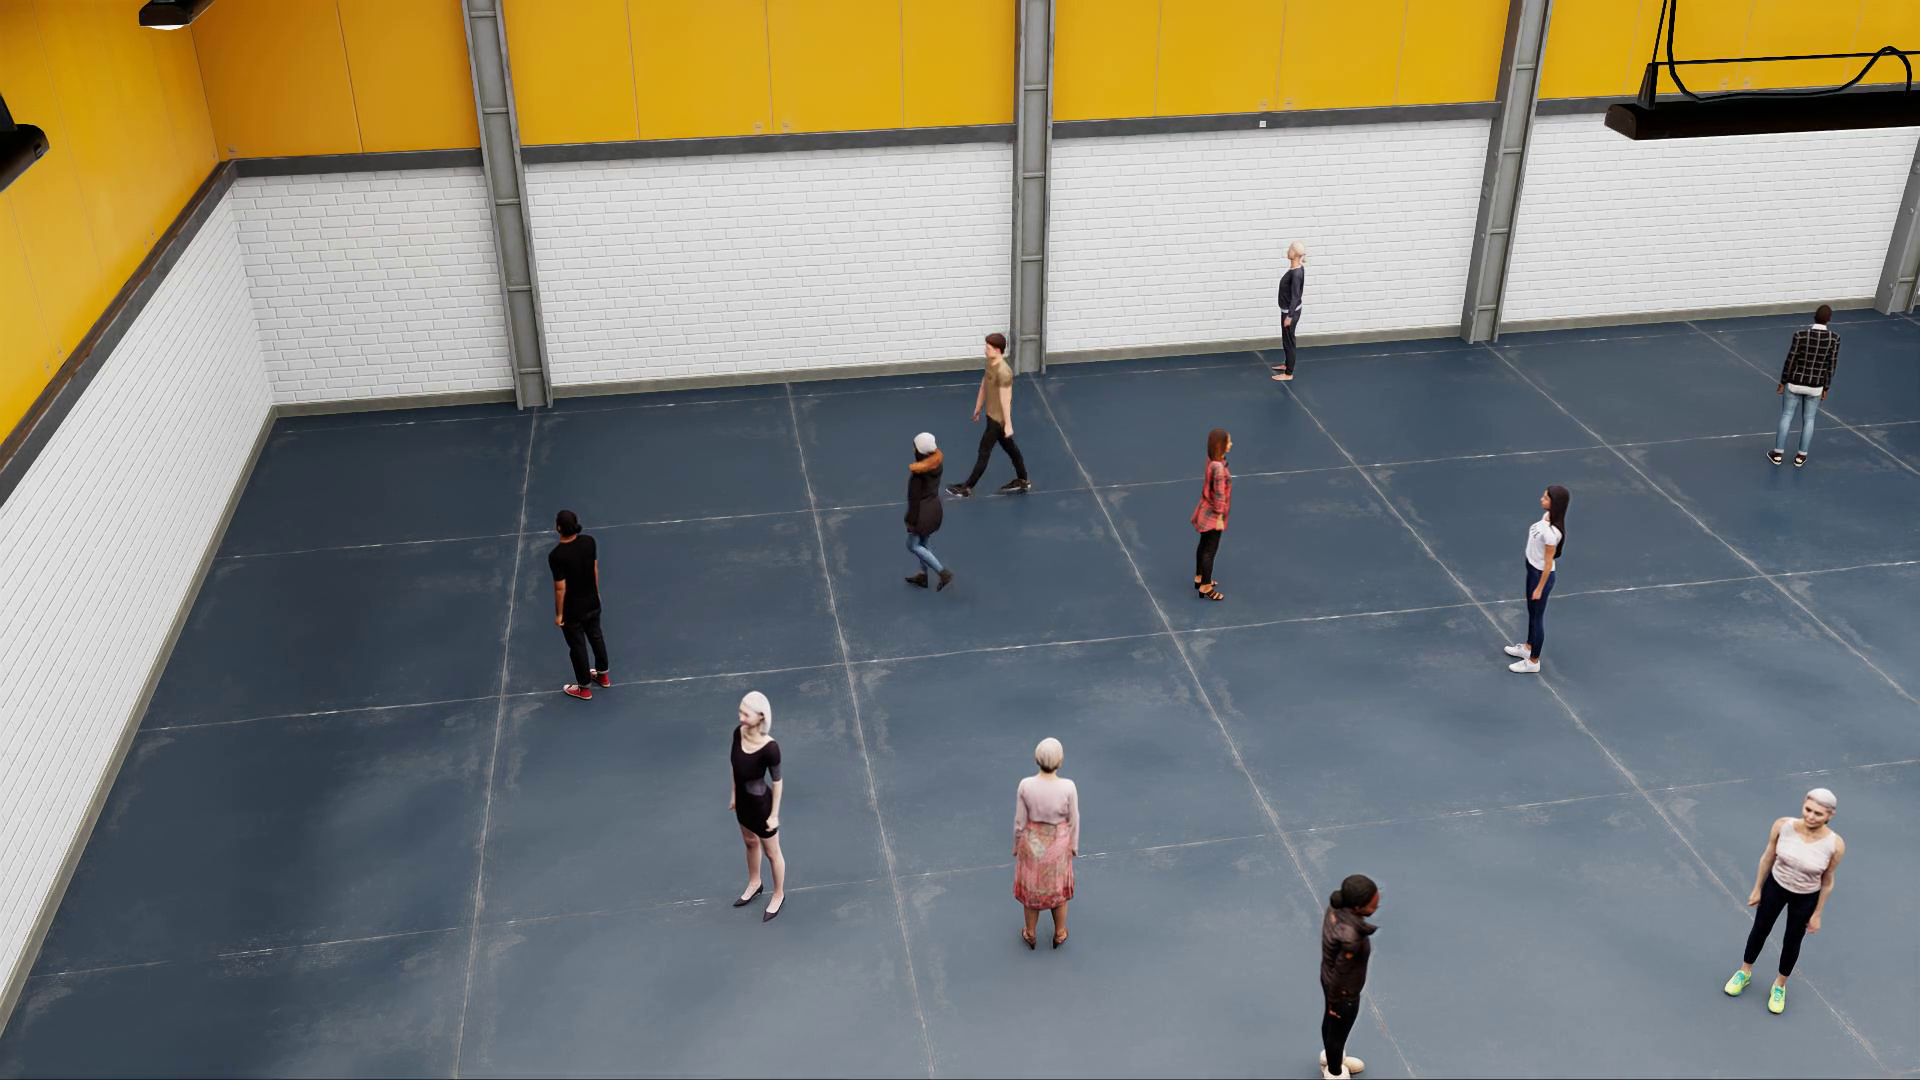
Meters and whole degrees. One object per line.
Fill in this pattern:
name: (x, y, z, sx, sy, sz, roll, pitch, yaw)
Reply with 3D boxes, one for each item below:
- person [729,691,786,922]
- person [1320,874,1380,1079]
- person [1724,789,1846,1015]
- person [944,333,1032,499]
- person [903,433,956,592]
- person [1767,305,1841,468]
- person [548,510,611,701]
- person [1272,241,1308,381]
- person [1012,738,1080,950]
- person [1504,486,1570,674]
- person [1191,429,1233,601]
person: (-1.410, 1.838, 11.575, 0.650, 1.829, 0.697, 21, 35, 33)
person: (2.317, 2.713, 10.146, 0.608, 1.662, 0.675, -5, 29, -8)
person: (5.413, 2.313, 10.837, 0.674, 1.702, 0.727, 20, 34, 32)
person: (0.477, -1.272, 17.306, 1.217, 1.801, 0.753, -7, 29, -13)
person: (-0.280, -0.228, 15.580, 0.928, 1.622, 0.846, 13, 31, 23)
person: (9.164, -1.681, 18.036, 0.670, 1.820, 0.802, 9, 30, 16)
person: (-3.220, 0.531, 14.047, 0.780, 1.758, 0.714, 20, 34, 32)
person: (4.024, -2.805, 20.194, 0.645, 1.726, 0.674, 6, 29, 10)
person: (0.582, 2.074, 11.288, 0.569, 1.691, 0.710, 1, 29, 2)
person: (5.028, 0.332, 14.394, 0.639, 1.774, 0.661, 6, 29, 11)
person: (2.362, -0.259, 15.553, 0.595, 1.703, 0.637, -1, 29, -2)
